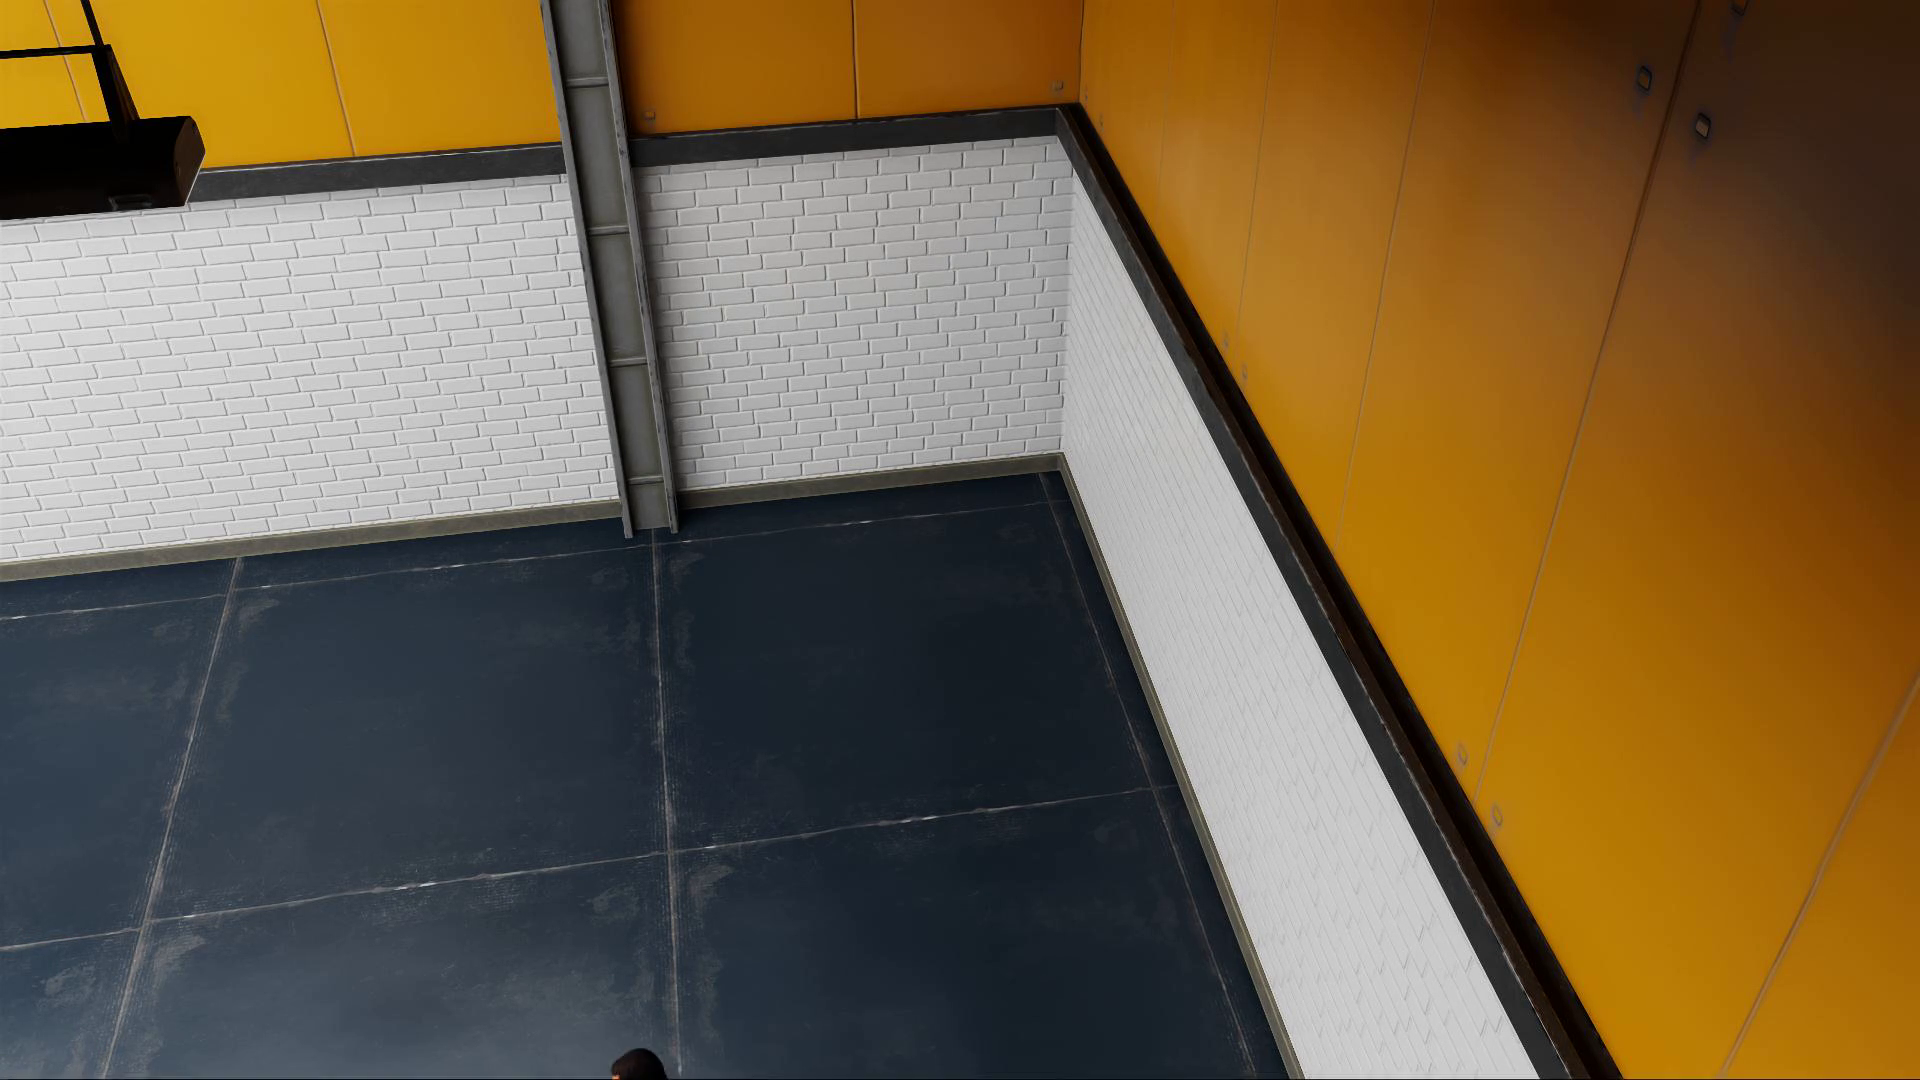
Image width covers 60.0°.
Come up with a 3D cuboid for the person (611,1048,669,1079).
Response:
[{"bbox_3d":[-1.253,2.778,7.562,0.942,1.625,0.846,-30,47,-32],"label":"person"}]
